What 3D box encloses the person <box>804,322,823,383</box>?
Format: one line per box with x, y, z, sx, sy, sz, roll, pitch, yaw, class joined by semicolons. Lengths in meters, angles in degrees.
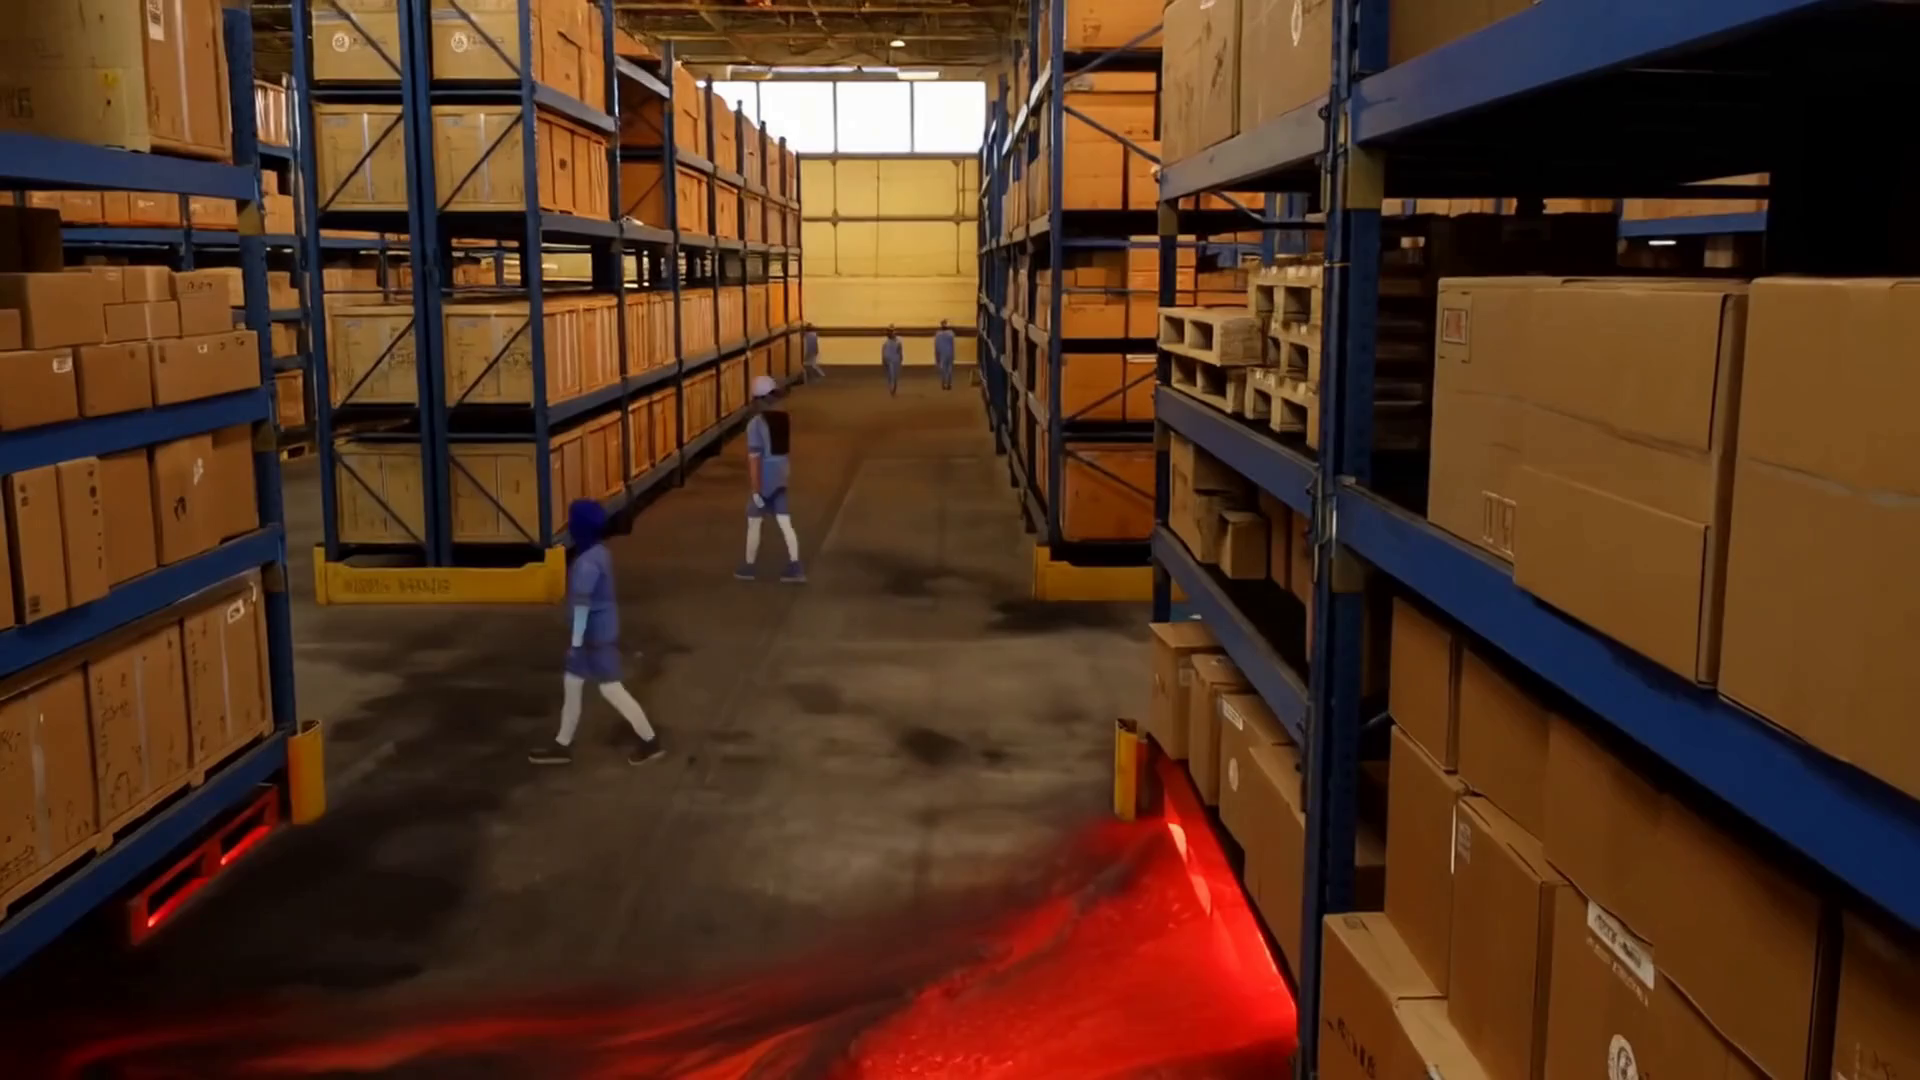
-3.896;-4.951;44.038;0.523;1.618;0.526;3;10;17;person

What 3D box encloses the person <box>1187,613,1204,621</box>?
2.200;-0.219;14.237;0.452;1.888;0.645;-1;9;-3;person

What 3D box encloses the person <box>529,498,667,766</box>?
-2.200;0.571;10.105;0.852;1.655;0.536;-1;9;-3;person

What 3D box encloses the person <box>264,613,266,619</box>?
-6.317;-0.209;14.352;0.576;1.825;0.582;0;9;-2;person

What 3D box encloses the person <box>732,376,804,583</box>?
-1.847;-0.583;16.104;0.824;2.007;0.625;9;13;43;person

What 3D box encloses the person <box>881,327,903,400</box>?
-1.577;-4.112;38.686;0.495;1.694;0.927;1;9;4;person

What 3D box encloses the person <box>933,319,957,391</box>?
-0.375;-4.615;41.486;0.609;1.783;0.895;0;9;2;person

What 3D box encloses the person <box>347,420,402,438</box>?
-7.225;-1.238;20.578;0.659;1.865;0.977;-1;9;-9;person
